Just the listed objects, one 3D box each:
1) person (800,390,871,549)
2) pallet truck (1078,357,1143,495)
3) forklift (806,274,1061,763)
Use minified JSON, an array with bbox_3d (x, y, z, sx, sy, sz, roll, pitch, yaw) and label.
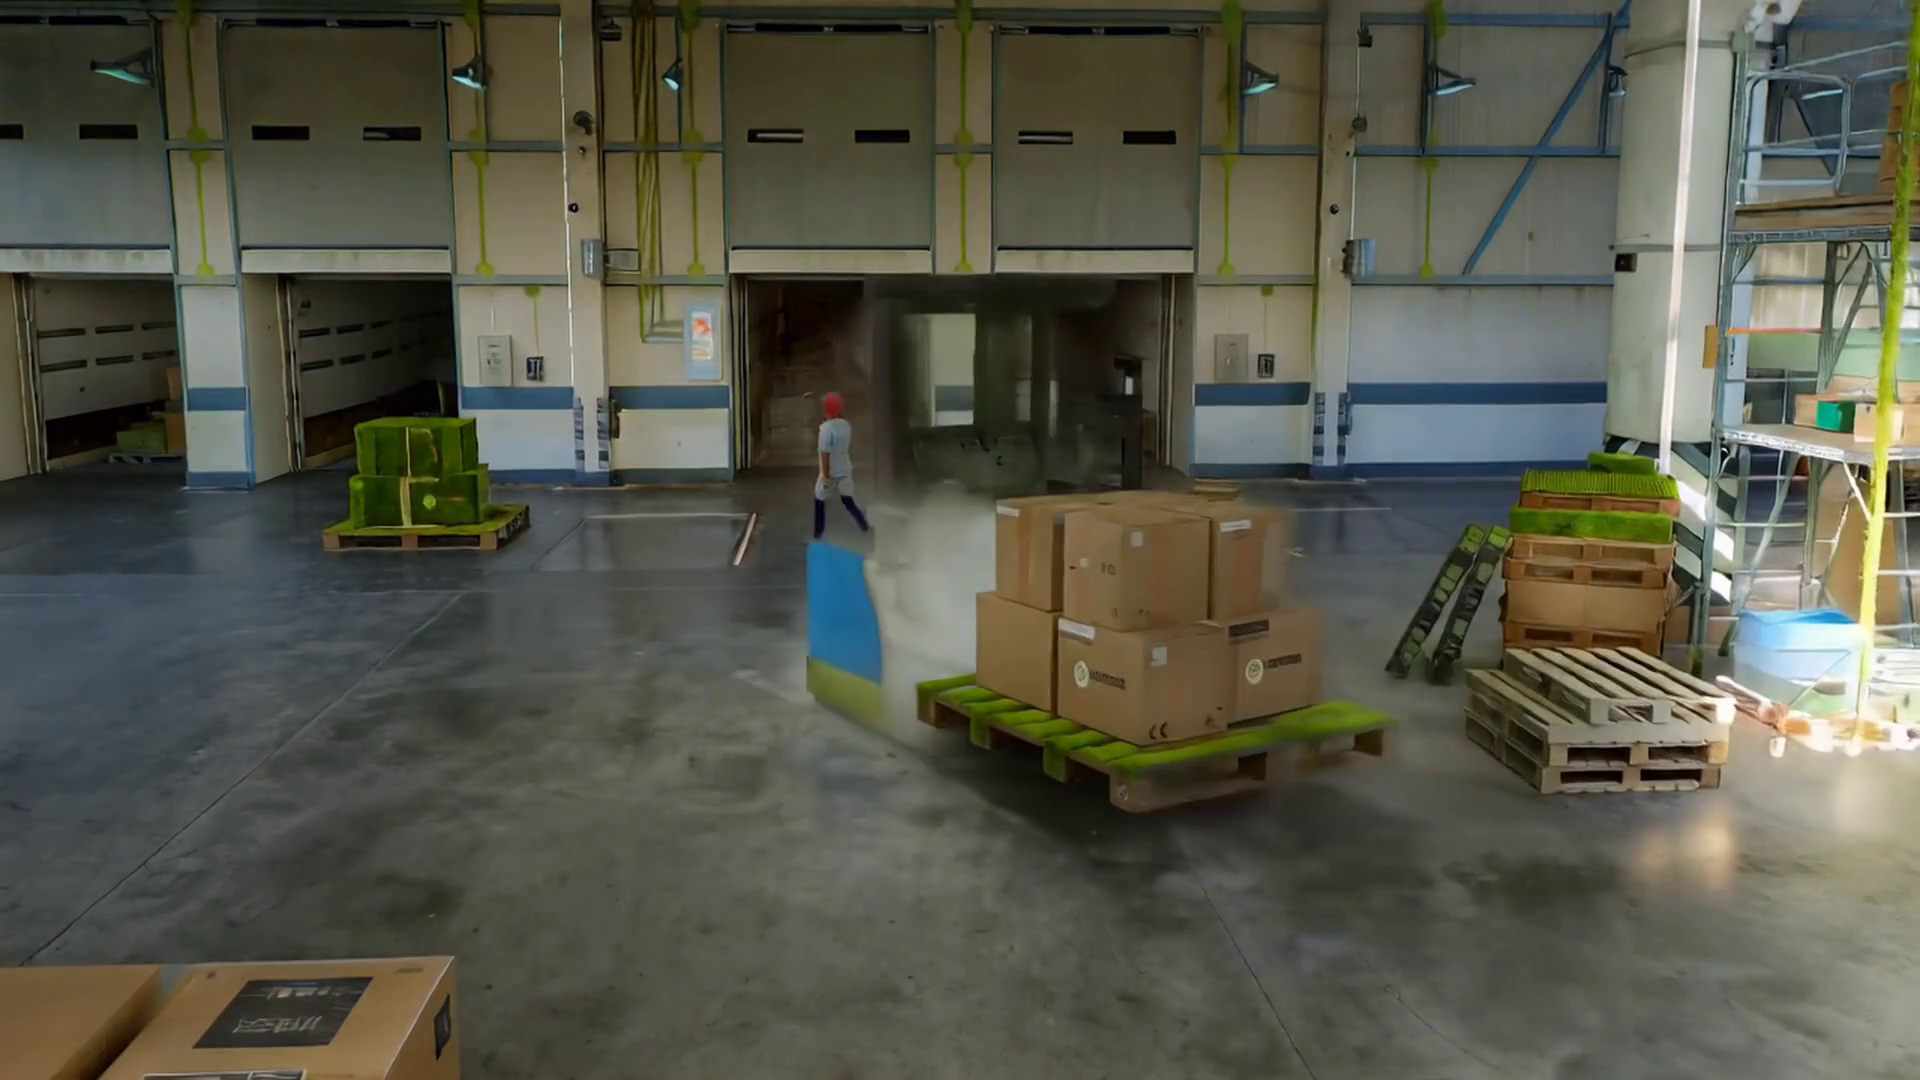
[{"bbox_3d":[-1.228,-0.703,16.977,0.845,1.662,0.537,5,10,30],"label":"person"},{"bbox_3d":[2.088,-0.836,16.757,1.885,1.965,0.823,2,9,13],"label":"pallet truck"},{"bbox_3d":[-0.113,-0.256,10.355,1.129,2.768,1.873,-6,11,-32],"label":"forklift"}]
